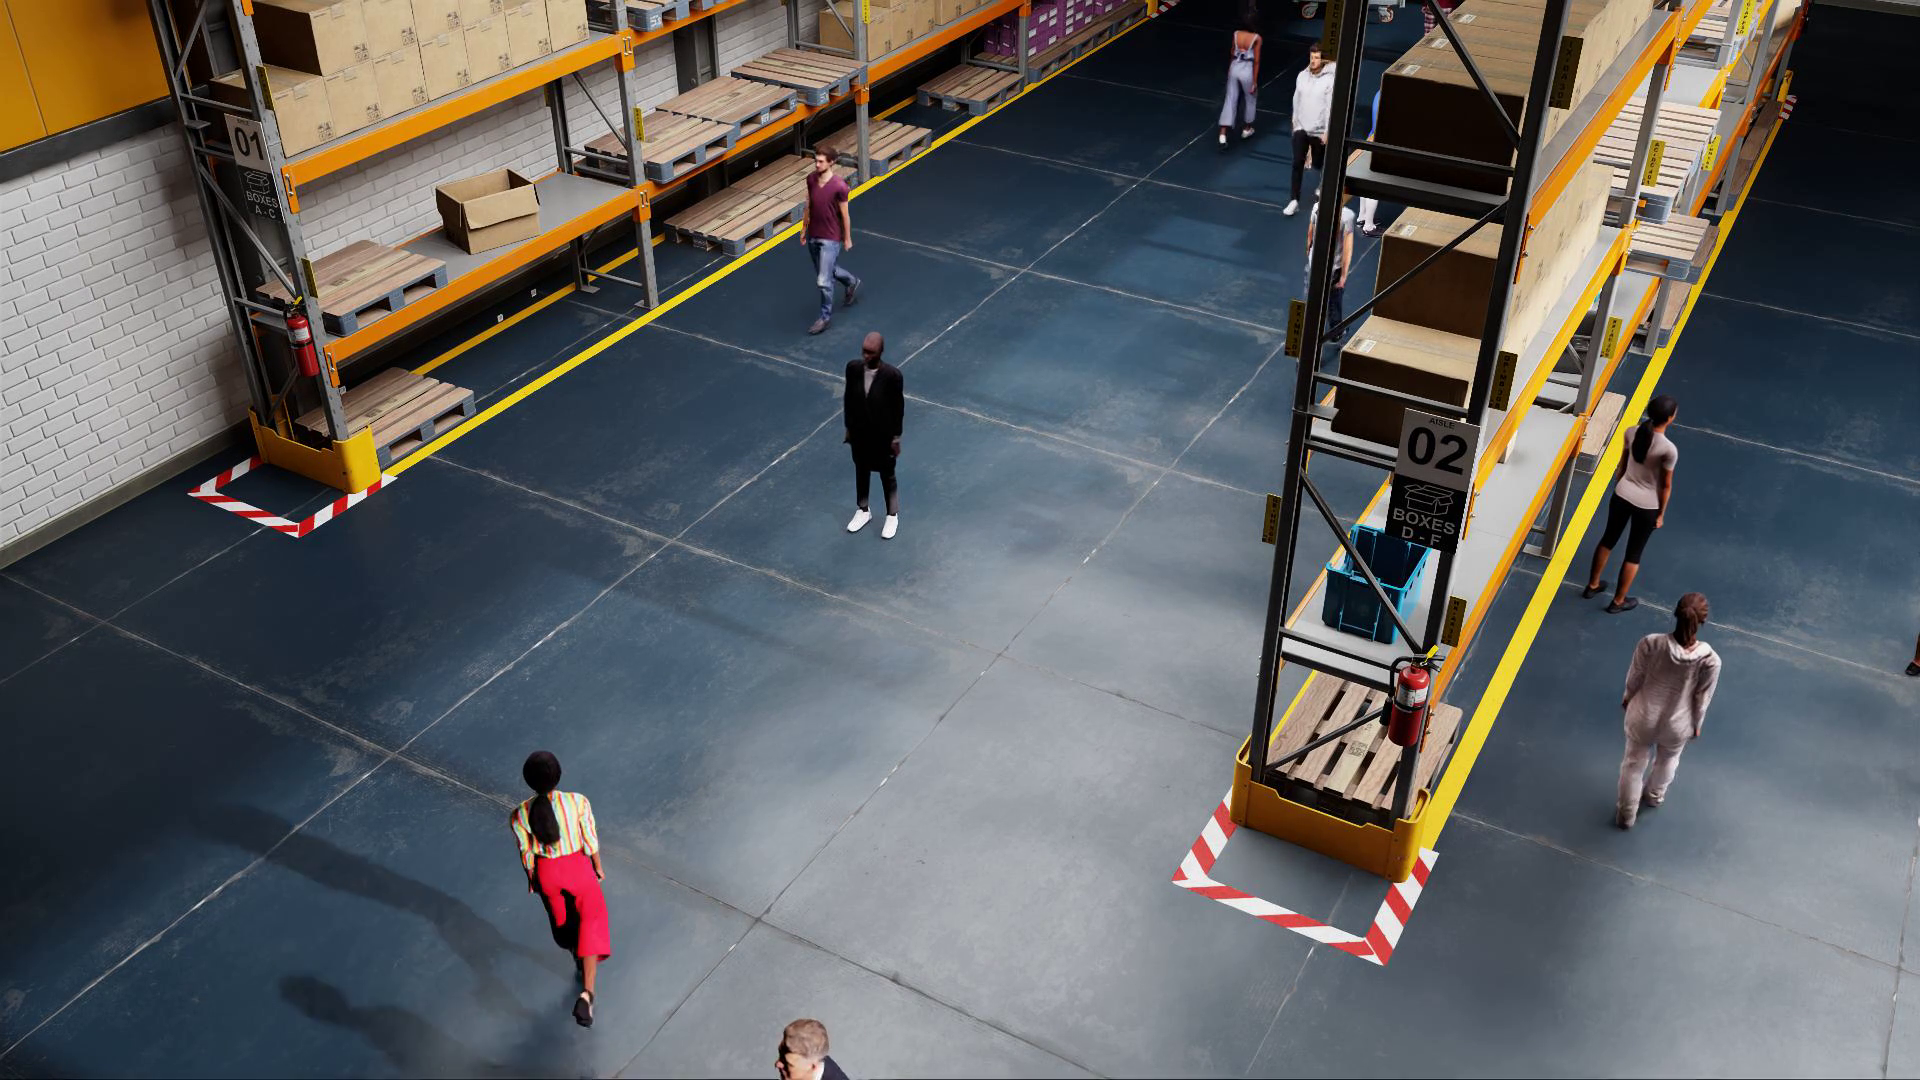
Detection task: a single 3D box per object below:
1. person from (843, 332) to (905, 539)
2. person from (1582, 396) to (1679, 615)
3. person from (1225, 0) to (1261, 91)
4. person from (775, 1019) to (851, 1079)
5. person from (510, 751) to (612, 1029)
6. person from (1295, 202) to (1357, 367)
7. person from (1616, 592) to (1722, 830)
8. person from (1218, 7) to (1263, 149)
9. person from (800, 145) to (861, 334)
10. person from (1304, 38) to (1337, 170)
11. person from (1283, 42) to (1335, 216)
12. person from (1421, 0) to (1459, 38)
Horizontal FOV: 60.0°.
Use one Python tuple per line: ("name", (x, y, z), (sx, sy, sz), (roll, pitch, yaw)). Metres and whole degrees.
("person", (-0.664, -0.849, 13.047), (0.678, 1.763, 0.607), (12, 35, 17))
("person", (4.943, -0.270, 12.194), (0.674, 1.743, 0.674), (-20, 39, -27))
("person", (3.775, -6.738, 21.892), (0.778, 1.780, 0.673), (0, 34, 0))
("person", (-0.547, 2.789, 7.540), (0.828, 1.801, 0.831), (-20, 38, -27))
("person", (-2.113, 1.889, 8.919), (0.966, 1.773, 1.055), (-7, 34, -10))
("person", (3.346, -2.469, 15.429), (0.662, 1.825, 1.128), (18, 38, 25))
("person", (4.282, 1.115, 10.173), (0.676, 1.674, 0.794), (15, 36, 21))
("person", (3.403, -5.584, 20.269), (0.590, 1.655, 1.134), (17, 37, 23))
("person", (-1.257, -2.987, 16.209), (0.782, 1.825, 1.131), (25, 41, 32))
("person", (4.309, -5.212, 19.787), (0.643, 1.568, 0.704), (-8, 35, -13))
("person", (3.982, -4.621, 18.596), (0.691, 1.903, 1.152), (20, 38, 27))
("person", (6.599, -7.355, 22.892), (0.624, 1.701, 0.497), (19, 38, 26))
